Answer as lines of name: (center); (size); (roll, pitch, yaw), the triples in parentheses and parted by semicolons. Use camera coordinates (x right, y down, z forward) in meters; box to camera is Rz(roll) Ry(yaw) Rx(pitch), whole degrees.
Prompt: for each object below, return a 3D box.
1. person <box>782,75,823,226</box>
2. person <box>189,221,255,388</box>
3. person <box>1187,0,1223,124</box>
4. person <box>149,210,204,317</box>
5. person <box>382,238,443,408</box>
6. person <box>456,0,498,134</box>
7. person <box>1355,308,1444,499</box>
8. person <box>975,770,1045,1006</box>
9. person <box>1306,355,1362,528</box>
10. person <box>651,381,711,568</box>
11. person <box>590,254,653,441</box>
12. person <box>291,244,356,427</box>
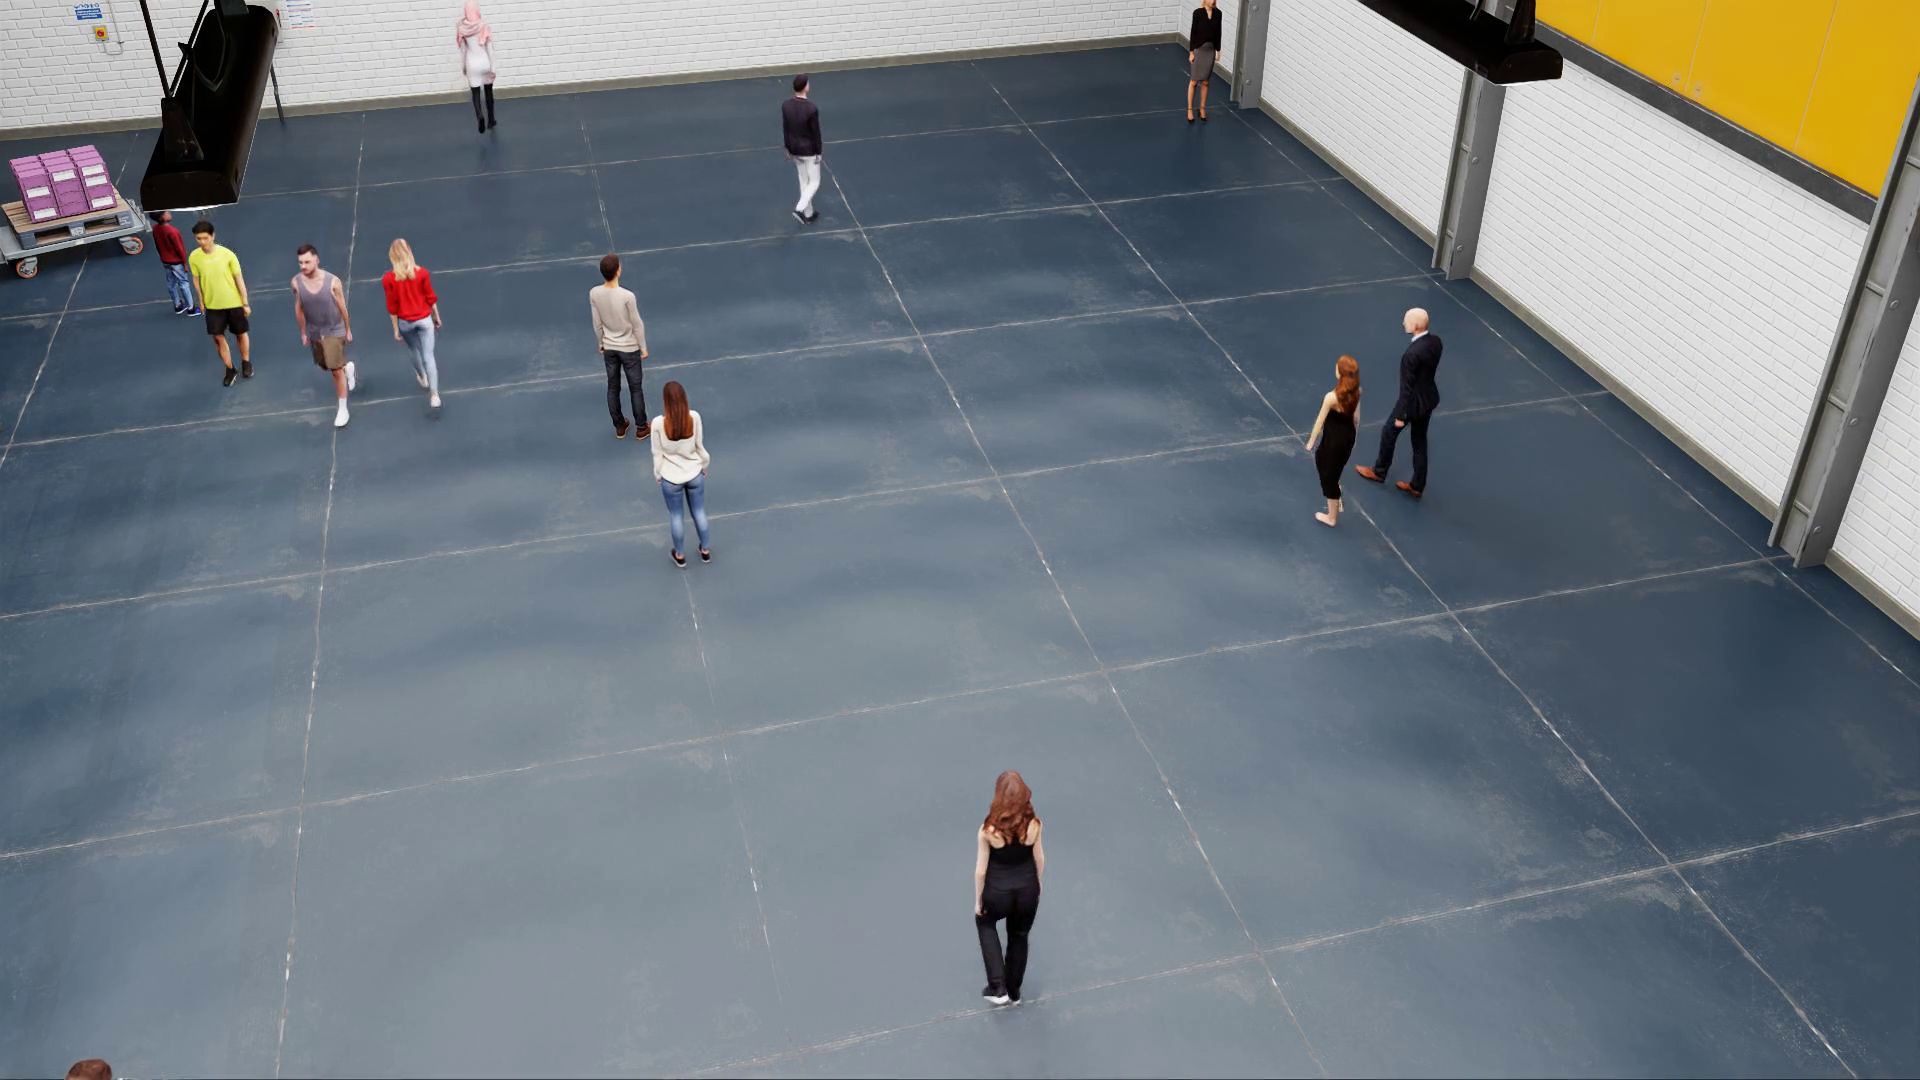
person: (-1.905, -4.584, 19.754); (0.965, 1.829, 1.041); (15, 36, 21)
person: (-7.351, -2.425, 16.625); (0.639, 1.696, 0.697); (-8, 34, -12)
person: (3.336, -6.660, 22.867); (0.593, 1.841, 0.525); (-8, 34, -12)
person: (-8.483, -3.023, 17.923); (0.583, 1.255, 0.639); (16, 37, 23)
person: (-5.252, -2.056, 16.099); (0.732, 1.664, 1.148); (-12, 35, -18)
person: (-6.502, -6.344, 22.441); (0.691, 1.786, 1.014); (-4, 34, -6)
person: (4.075, -1.167, 14.668); (0.986, 1.767, 1.088); (-27, 42, -34)
person: (0.317, 2.121, 9.749); (0.610, 1.737, 0.699); (-6, 34, -9)
person: (3.296, -0.798, 14.251); (0.676, 1.614, 0.730); (-24, 40, -31)
person: (-2.306, -0.544, 13.800); (0.633, 1.692, 0.586); (-13, 36, -18)
person: (-3.166, -1.796, 15.523); (0.740, 1.868, 0.745); (8, 35, 12)
person: (-6.035, -2.038, 15.931); (0.809, 1.824, 1.127); (1, 34, 1)
